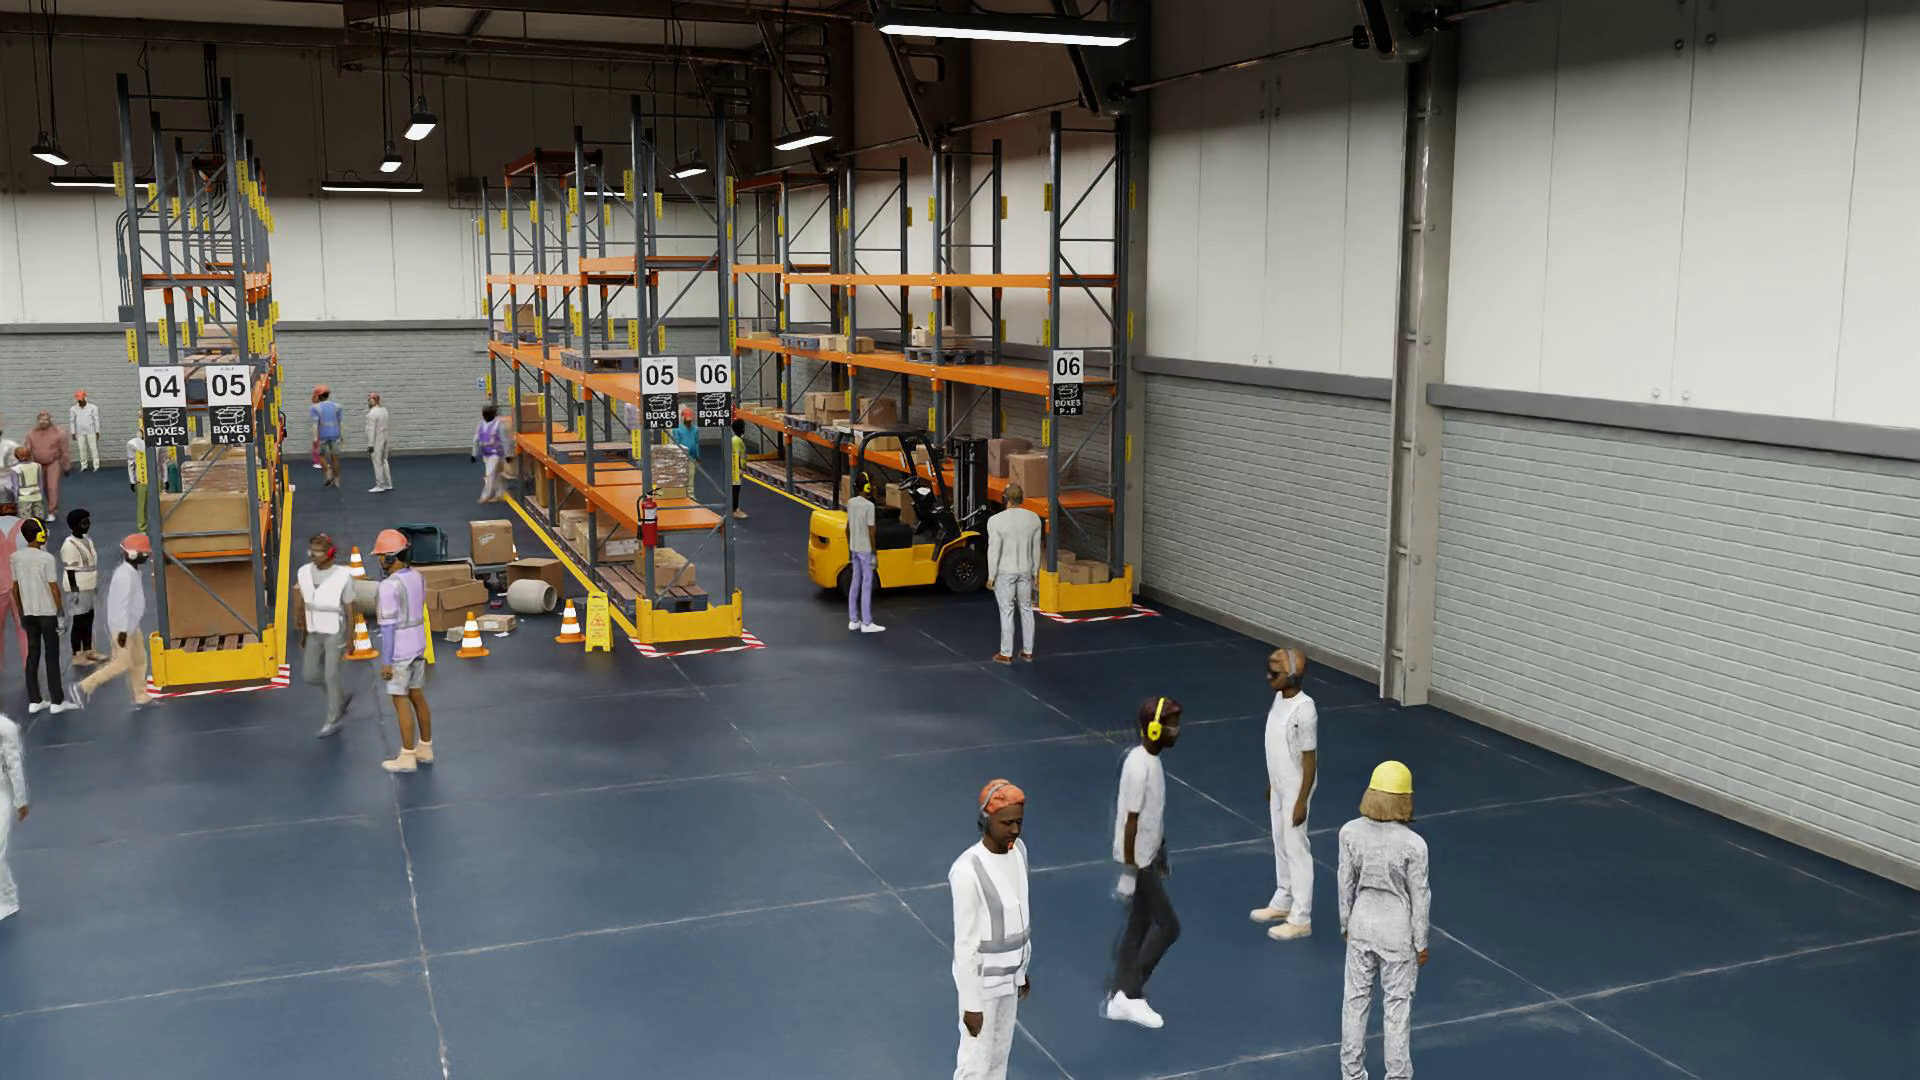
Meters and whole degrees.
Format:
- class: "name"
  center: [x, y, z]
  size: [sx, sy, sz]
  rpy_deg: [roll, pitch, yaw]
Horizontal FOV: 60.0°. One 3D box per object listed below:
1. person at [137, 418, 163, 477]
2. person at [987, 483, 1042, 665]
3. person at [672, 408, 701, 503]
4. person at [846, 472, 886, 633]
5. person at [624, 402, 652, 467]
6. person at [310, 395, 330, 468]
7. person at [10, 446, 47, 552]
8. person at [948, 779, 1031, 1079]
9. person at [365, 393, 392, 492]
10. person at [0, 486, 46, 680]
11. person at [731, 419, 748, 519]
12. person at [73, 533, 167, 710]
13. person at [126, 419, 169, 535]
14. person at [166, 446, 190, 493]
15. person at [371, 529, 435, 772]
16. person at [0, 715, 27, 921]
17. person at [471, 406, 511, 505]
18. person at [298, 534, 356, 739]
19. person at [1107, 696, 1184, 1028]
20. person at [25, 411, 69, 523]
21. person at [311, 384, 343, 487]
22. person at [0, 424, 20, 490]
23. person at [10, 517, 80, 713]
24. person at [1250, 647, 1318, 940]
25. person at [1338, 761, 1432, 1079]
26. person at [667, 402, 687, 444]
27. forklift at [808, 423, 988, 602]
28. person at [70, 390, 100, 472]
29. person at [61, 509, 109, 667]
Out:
- class: "person"
  center: [-13.553, -1.211, 27.976]
  size: [0.520, 1.835, 0.577]
  rpy_deg: [3, 10, 21]
- class: "person"
  center: [0.565, 0.360, 17.699]
  size: [0.628, 1.939, 0.375]
  rpy_deg: [-4, 10, -25]
- class: "person"
  center: [-4.938, -1.522, 30.153]
  size: [0.338, 1.742, 0.560]
  rpy_deg: [9, 13, 44]
- class: "person"
  center: [-1.123, 0.136, 19.325]
  size: [0.330, 1.872, 0.512]
  rpy_deg: [-7, 12, -39]
- class: "person"
  center: [-6.879, -2.402, 35.560]
  size: [0.585, 1.779, 0.868]
  rpy_deg: [-3, 9, -16]
- class: "person"
  center: [-13.795, -2.365, 35.810]
  size: [0.266, 1.631, 0.507]
  rpy_deg: [2, 9, 12]
- class: "person"
  center: [-13.709, -0.566, 24.474]
  size: [0.313, 1.638, 0.513]
  rpy_deg: [4, 10, 22]
- class: "person"
  center: [0.153, 2.002, 7.537]
  size: [0.358, 1.885, 0.572]
  rpy_deg: [5, 10, 28]
- class: "person"
  center: [-11.174, -1.865, 31.854]
  size: [0.398, 1.898, 0.652]
  rpy_deg: [1, 9, 5]
- class: "person"
  center: [-9.629, 0.448, 16.828]
  size: [0.686, 2.000, 0.535]
  rpy_deg: [-6, 11, -35]
- class: "person"
  center: [-3.788, -1.211, 28.362]
  size: [0.320, 1.693, 0.531]
  rpy_deg: [-2, 9, -11]
- class: "person"
  center: [-7.952, 0.792, 15.699]
  size: [0.710, 1.714, 0.574]
  rpy_deg: [-3, 10, -20]
- class: "person"
  center: [-12.725, -0.966, 26.103]
  size: [0.585, 1.922, 0.372]
  rpy_deg: [-7, 11, -38]
- class: "person"
  center: [-13.497, -1.294, 28.654]
  size: [0.533, 1.767, 0.327]
  rpy_deg: [4, 10, 26]
- class: "person"
  center: [-4.679, 0.920, 13.903]
  size: [0.414, 2.035, 0.602]
  rpy_deg: [1, 9, 9]
- class: "person"
  center: [-6.131, 1.646, 10.366]
  size: [0.491, 1.696, 0.833]
  rpy_deg: [0, 9, 0]
- class: "person"
  center: [-8.517, -1.524, 30.007]
  size: [0.663, 1.795, 0.881]
  rpy_deg: [6, 11, 31]
- class: "person"
  center: [-5.682, 0.843, 14.975]
  size: [0.584, 1.834, 0.500]
  rpy_deg: [3, 10, 19]
- class: "person"
  center: [1.028, 1.765, 9.140]
  size: [0.481, 1.843, 0.540]
  rpy_deg: [2, 9, 10]
- class: "person"
  center: [-15.418, -1.252, 28.093]
  size: [0.641, 1.867, 0.945]
  rpy_deg: [-1, 9, -8]
- class: "person"
  center: [-12.324, -2.024, 32.459]
  size: [0.655, 2.018, 0.441]
  rpy_deg: [-7, 12, -38]
- class: "person"
  center: [-14.611, -0.863, 25.257]
  size: [0.629, 1.992, 1.064]
  rpy_deg: [-2, 9, -11]
- class: "person"
  center: [-8.671, 0.710, 15.717]
  size: [0.509, 1.872, 0.328]
  rpy_deg: [2, 9, 11]
- class: "person"
  center: [2.053, 1.567, 10.399]
  size: [0.328, 1.842, 0.516]
  rpy_deg: [-2, 9, -11]
- class: "person"
  center: [2.122, 1.954, 8.305]
  size: [0.484, 1.738, 0.305]
  rpy_deg: [8, 12, 40]
- class: "person"
  center: [-6.155, -2.407, 36.076]
  size: [0.497, 1.633, 0.289]
  rpy_deg: [-4, 10, -25]
- class: "forklift"
  center: [-0.830, -0.399, 21.676]
  size: [2.313, 2.155, 1.214]
  rpy_deg: [-4, 10, -21]
- class: "person"
  center: [-18.407, -2.284, 34.982]
  size: [0.574, 1.738, 0.352]
  rpy_deg: [-1, 9, -9]
- class: "person"
  center: [-9.299, 0.502, 17.603]
  size: [0.320, 1.686, 0.539]
  rpy_deg: [-1, 9, -6]
